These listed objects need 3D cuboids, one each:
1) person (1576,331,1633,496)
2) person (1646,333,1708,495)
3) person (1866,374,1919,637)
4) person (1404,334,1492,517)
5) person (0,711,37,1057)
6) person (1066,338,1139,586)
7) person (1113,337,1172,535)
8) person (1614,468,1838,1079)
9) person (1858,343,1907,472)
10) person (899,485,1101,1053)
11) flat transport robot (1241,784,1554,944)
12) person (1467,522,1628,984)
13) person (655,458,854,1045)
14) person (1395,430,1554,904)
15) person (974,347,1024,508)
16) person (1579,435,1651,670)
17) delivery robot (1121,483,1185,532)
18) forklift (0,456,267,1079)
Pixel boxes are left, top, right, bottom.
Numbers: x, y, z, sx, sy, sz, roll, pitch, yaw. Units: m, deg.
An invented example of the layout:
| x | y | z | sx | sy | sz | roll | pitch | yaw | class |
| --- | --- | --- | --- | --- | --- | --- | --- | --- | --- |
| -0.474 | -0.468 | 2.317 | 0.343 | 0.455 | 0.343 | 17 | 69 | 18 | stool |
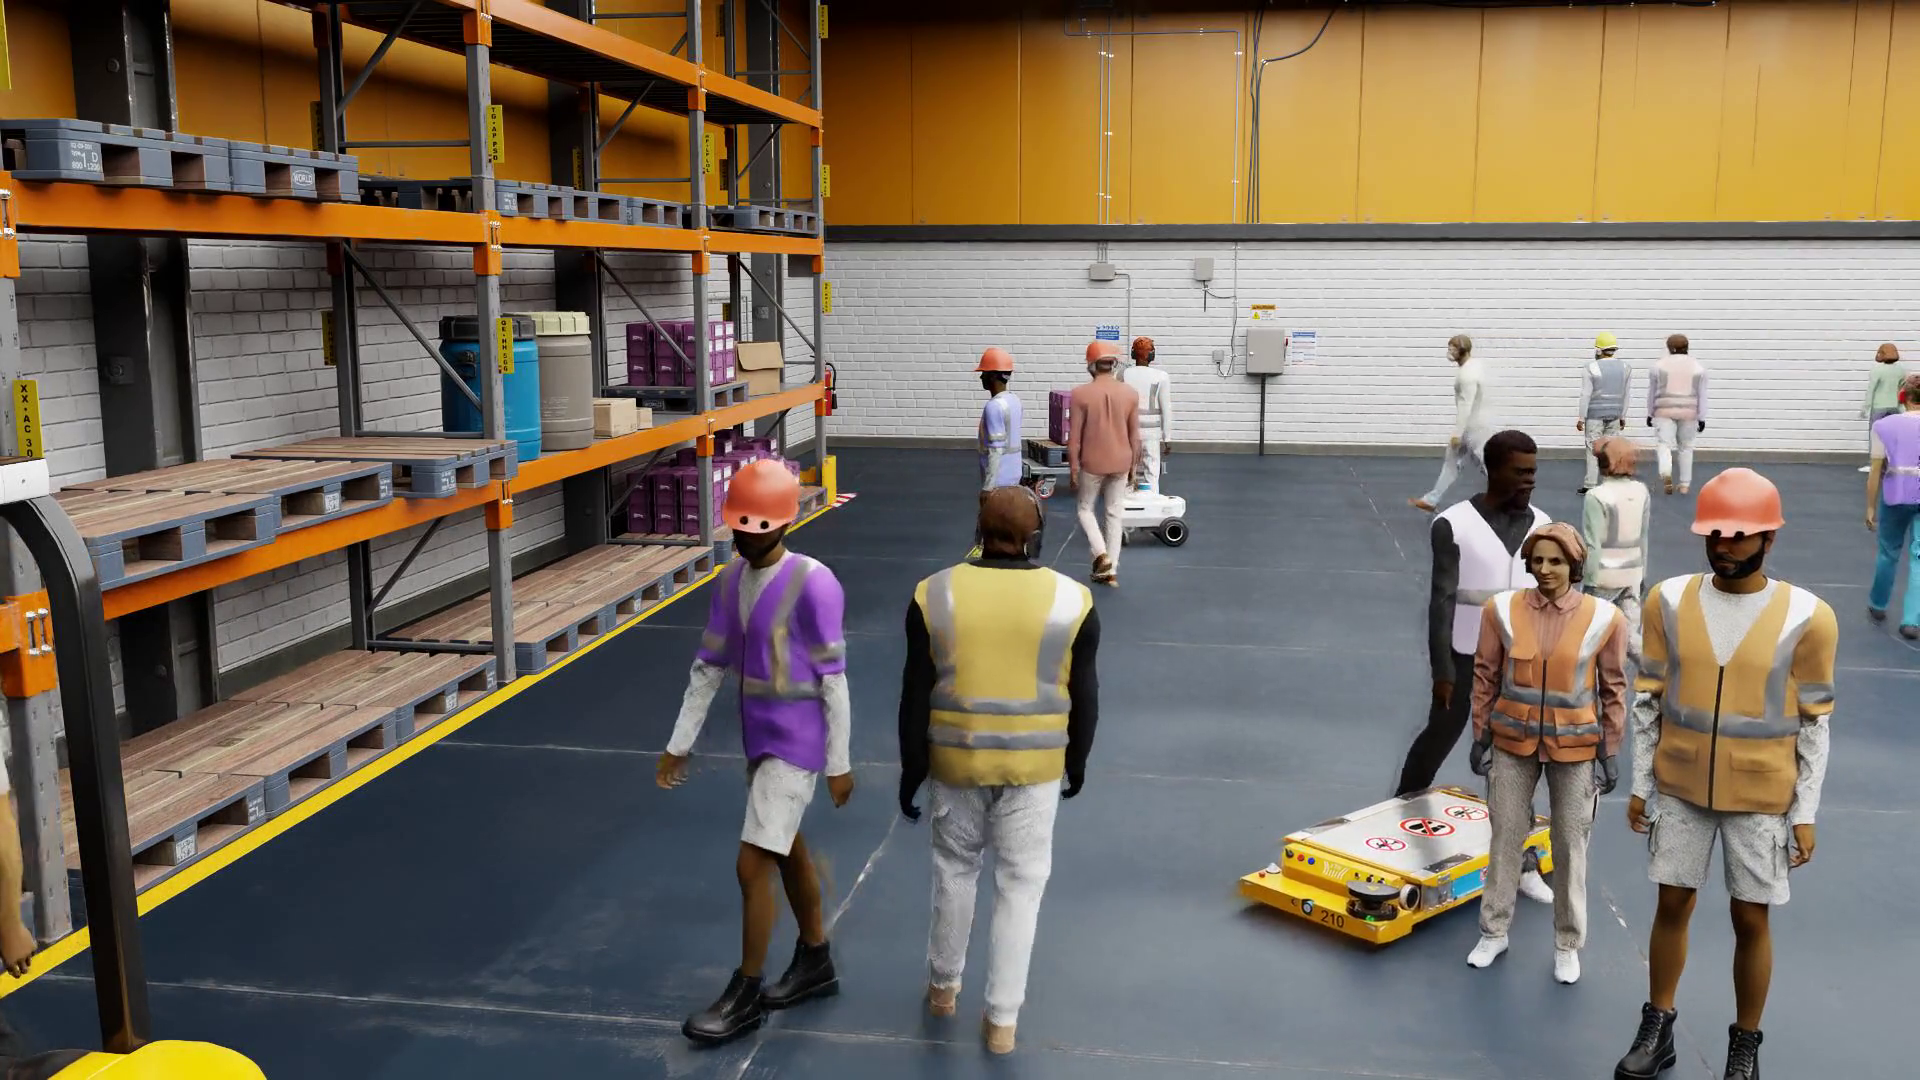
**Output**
| x | y | z | sx | sy | sz | roll | pitch | yaw | class |
| --- | --- | --- | --- | --- | --- | --- | --- | --- | --- |
| 7.125 | -1.391 | 18.452 | 0.597 | 1.836 | 0.404 | -2 | 9 | -10 | person |
| 7.992 | -1.389 | 18.527 | 0.634 | 1.821 | 0.759 | 2 | 9 | 13 | person |
| 6.625 | -0.256 | 11.610 | 0.558 | 1.789 | 0.977 | 4 | 10 | 22 | person |
| 4.975 | -1.101 | 16.538 | 1.070 | 1.873 | 0.656 | 2 | 10 | 15 | person |
| -2.664 | 0.944 | 4.158 | 0.520 | 1.807 | 0.789 | 6 | 11 | 31 | person |
| 1.137 | -0.599 | 13.140 | 0.624 | 1.977 | 0.519 | -3 | 10 | -16 | person |
| 1.724 | -0.982 | 15.785 | 0.584 | 1.882 | 0.345 | 4 | 10 | 21 | person |
| 2.276 | 0.745 | 4.972 | 0.548 | 1.936 | 0.378 | 7 | 12 | 37 | person |
| 11.405 | -1.621 | 20.527 | 0.523 | 1.629 | 0.431 | -2 | 9 | -13 | person |
| 0.139 | 0.723 | 5.492 | 0.643 | 1.824 | 0.718 | 1 | 9 | 5 | person |
| 1.862 | 1.282 | 6.782 | 1.431 | 0.197 | 0.652 | -8 | 12 | -40 | flat transport robot |
| 2.068 | 0.745 | 5.886 | 0.523 | 1.638 | 0.310 | 5 | 10 | 28 | person |
| -0.659 | 0.681 | 5.425 | 0.730 | 1.906 | 0.581 | -7 | 11 | -36 | person |
| 2.163 | 0.462 | 6.944 | 0.601 | 1.877 | 0.999 | -3 | 10 | -17 | person |
| 0.274 | -0.461 | 12.406 | 0.359 | 1.939 | 0.543 | 3 | 10 | 19 | person |
| 3.639 | 0.235 | 9.125 | 0.516 | 1.614 | 0.706 | -6 | 11 | -32 | person |
| 1.691 | -0.279 | 15.253 | 0.707 | 0.478 | 0.477 | -1 | 9 | -4 | delivery robot |
| -2.328 | 0.975 | 2.765 | 2.313 | 2.155 | 1.214 | 1 | 9 | 9 | forklift |
